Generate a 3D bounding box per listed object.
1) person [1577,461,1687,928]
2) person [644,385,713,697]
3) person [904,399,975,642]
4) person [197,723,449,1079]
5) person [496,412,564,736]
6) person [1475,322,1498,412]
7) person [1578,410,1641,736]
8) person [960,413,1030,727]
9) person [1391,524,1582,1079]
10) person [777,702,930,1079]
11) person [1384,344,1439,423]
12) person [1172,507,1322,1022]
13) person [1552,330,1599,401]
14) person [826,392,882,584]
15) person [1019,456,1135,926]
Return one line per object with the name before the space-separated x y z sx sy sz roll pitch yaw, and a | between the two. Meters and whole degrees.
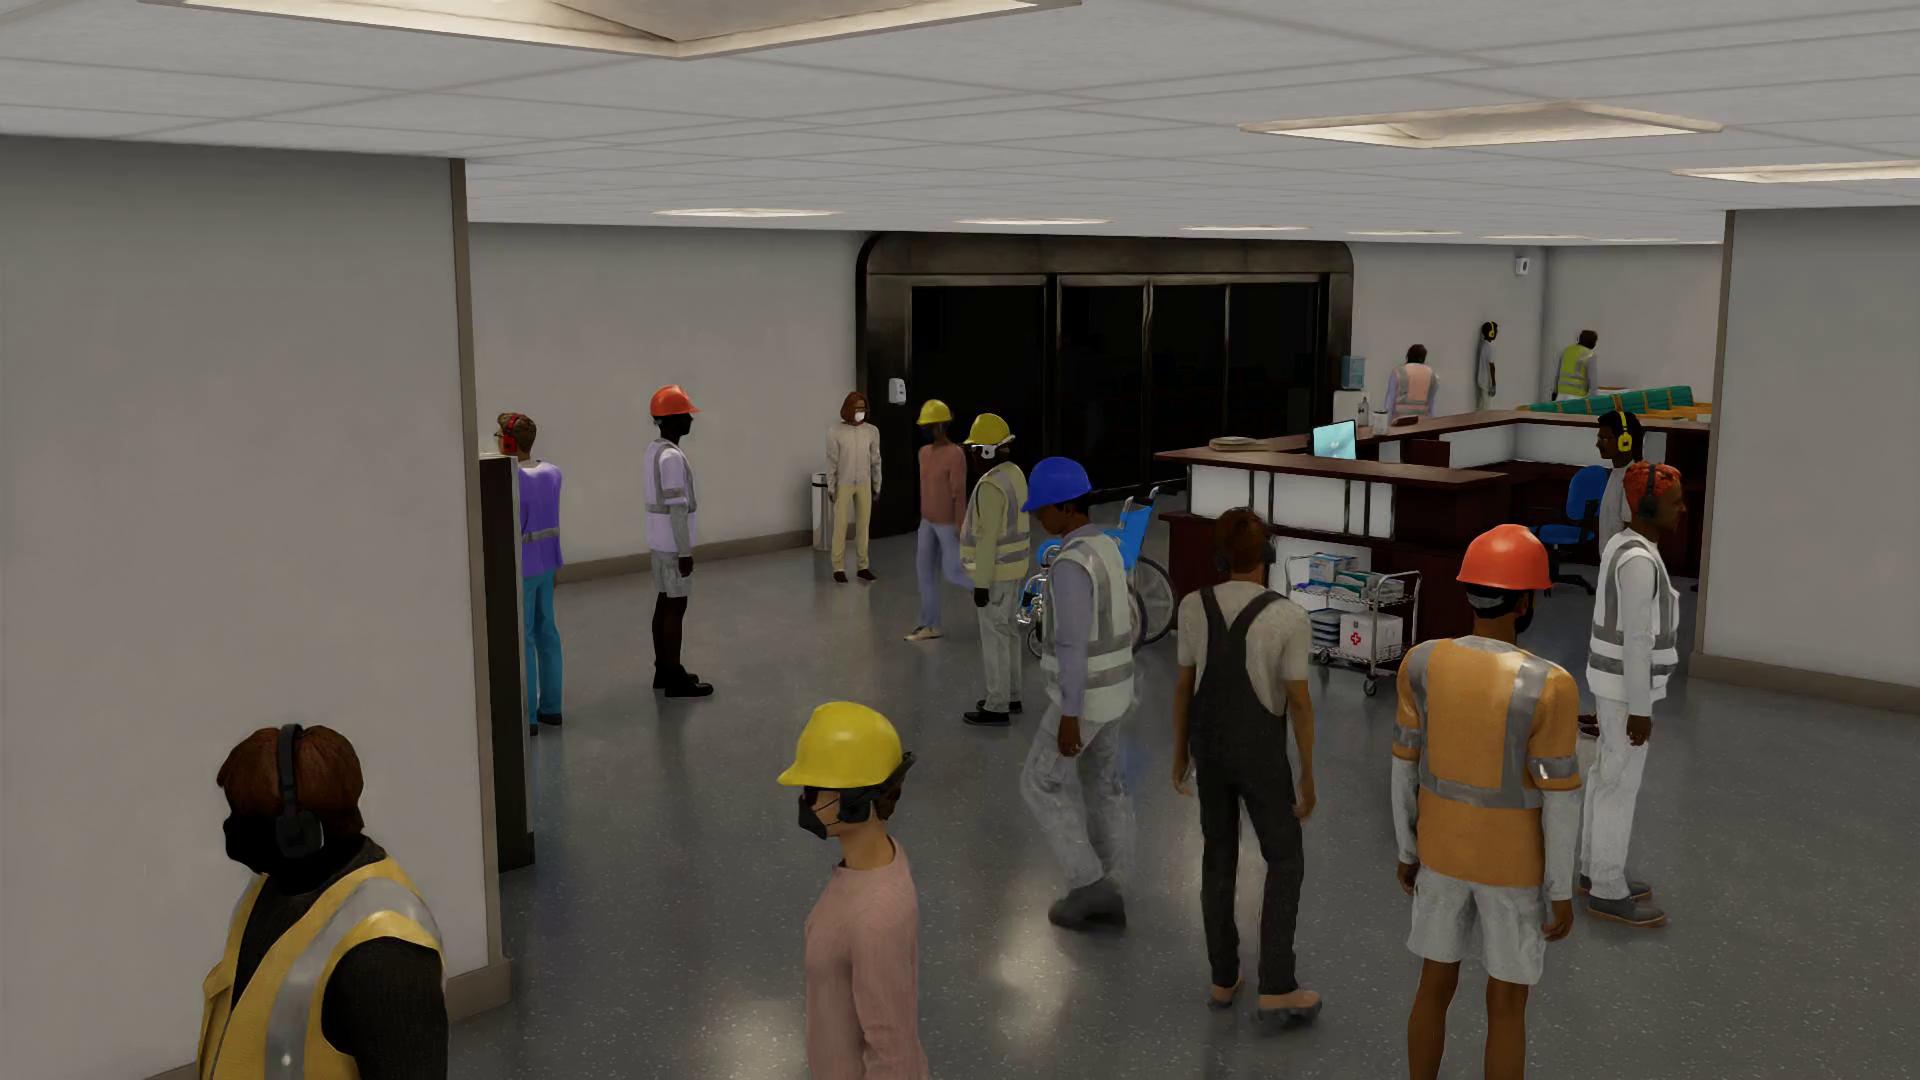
person | 2.749 0.616 6.812 0.349 1.882 0.577 3 10 16
person | -1.775 0.007 10.365 0.351 1.942 0.545 -4 10 -24
person | -0.073 -0.148 11.925 0.668 1.742 0.532 -7 12 -38
person | -1.189 1.237 3.147 0.430 1.841 0.624 -8 12 -39
person | -2.472 0.197 9.488 0.390 1.850 0.565 4 10 23
person | 7.955 -2.375 25.242 0.328 1.862 0.521 -3 10 -18
person | 3.743 0.193 9.482 0.325 1.862 0.508 2 10 14
person | 0.199 0.173 9.727 0.403 1.824 0.595 3 10 16
person | 1.531 0.913 4.830 0.553 1.934 0.364 9 13 44
person | -0.220 1.208 3.542 0.316 1.767 0.535 -1 9 -6
person | 5.123 -1.340 19.050 0.679 1.804 0.432 -2 10 -15
person | 1.011 0.794 5.970 0.585 1.813 0.471 6 11 32
person | 8.712 -2.069 23.546 0.507 1.800 0.656 -4 10 -22
person | -0.898 -0.444 14.120 0.504 1.628 0.284 -5 10 -27
person | 0.476 0.620 6.673 0.484 1.913 0.657 3 10 19
